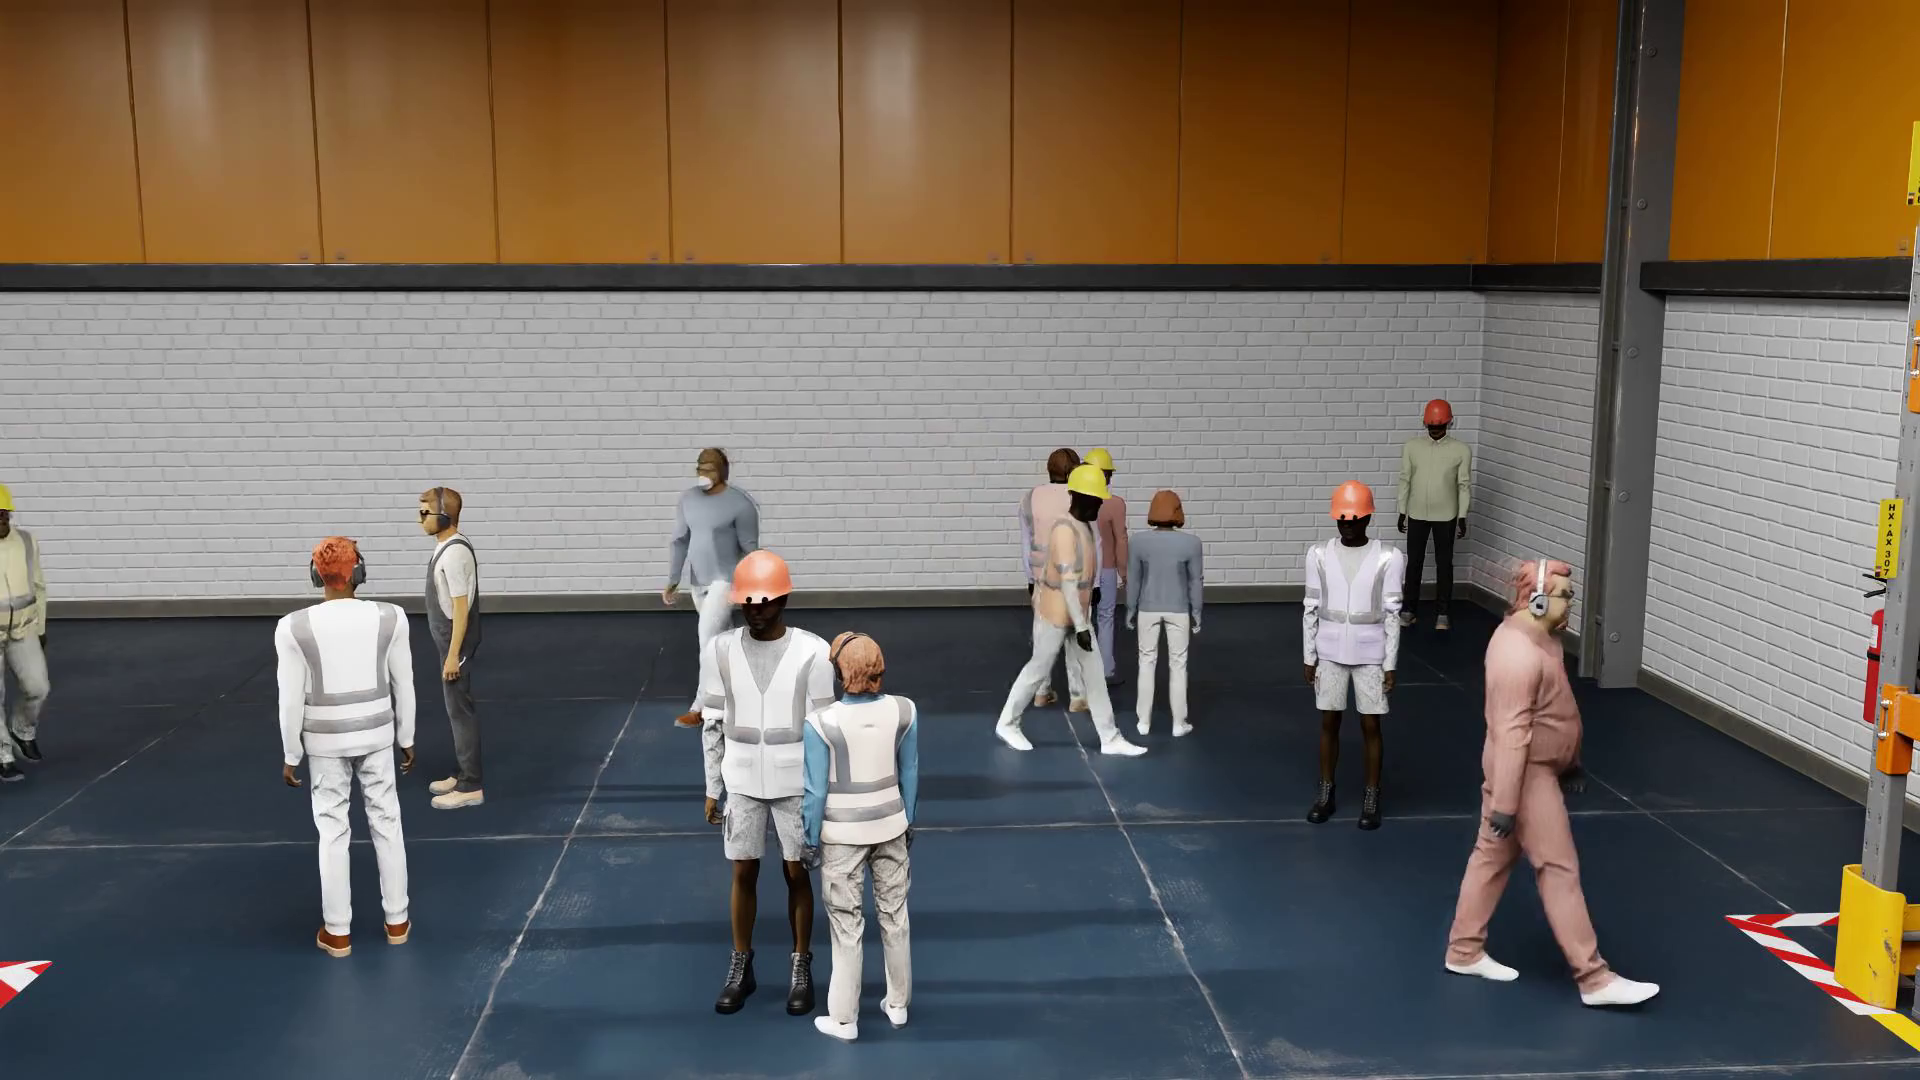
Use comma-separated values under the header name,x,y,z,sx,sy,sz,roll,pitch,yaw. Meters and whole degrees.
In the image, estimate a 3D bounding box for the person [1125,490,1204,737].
name,x,y,z,sx,sy,sz,roll,pitch,yaw
person,1.343,0.483,10.957,0.526,1.634,0.283,2,9,12

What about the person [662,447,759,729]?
name,x,y,z,sx,sy,sz,roll,pitch,yaw
person,-1.633,0.282,11.470,0.616,1.893,1.044,6,11,33

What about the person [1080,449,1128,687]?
name,x,y,z,sx,sy,sz,roll,pitch,yaw
person,0.998,0.205,12.302,0.533,1.763,0.325,5,10,27

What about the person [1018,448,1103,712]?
name,x,y,z,sx,sy,sz,roll,pitch,yaw
person,0.722,0.277,11.606,0.627,1.843,0.429,6,11,32

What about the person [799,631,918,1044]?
name,x,y,z,sx,sy,sz,roll,pitch,yaw
person,-0.392,1.174,6.600,0.514,1.641,0.309,-5,11,-30

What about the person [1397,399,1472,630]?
name,x,y,z,sx,sy,sz,roll,pitch,yaw
person,4.051,-0.222,14.273,0.608,1.988,0.392,4,10,26

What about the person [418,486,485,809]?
name,x,y,z,sx,sy,sz,roll,pitch,yaw
person,-2.908,0.608,9.515,0.332,1.843,0.517,-3,9,-17

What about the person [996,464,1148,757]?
name,x,y,z,sx,sy,sz,roll,pitch,yaw
person,0.660,0.444,10.474,1.006,1.873,0.610,4,10,23

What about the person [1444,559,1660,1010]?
name,x,y,z,sx,sy,sz,roll,pitch,yaw
person,2.484,1.006,6.959,0.856,1.867,0.649,2,9,14

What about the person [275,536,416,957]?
name,x,y,z,sx,sy,sz,roll,pitch,yaw
person,-2.732,0.917,7.449,0.579,1.882,0.342,-5,10,-29

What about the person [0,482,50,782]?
name,x,y,z,sx,sy,sz,roll,pitch,yaw
person,-5.779,0.542,10.006,0.410,1.818,0.606,7,11,37

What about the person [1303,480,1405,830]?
name,x,y,z,sx,sy,sz,roll,pitch,yaw
person,2.139,0.629,9.124,0.541,1.932,0.382,4,10,24

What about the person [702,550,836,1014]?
name,x,y,z,sx,sy,sz,roll,pitch,yaw
person,-0.784,0.994,6.800,0.551,1.934,0.373,1,9,4
